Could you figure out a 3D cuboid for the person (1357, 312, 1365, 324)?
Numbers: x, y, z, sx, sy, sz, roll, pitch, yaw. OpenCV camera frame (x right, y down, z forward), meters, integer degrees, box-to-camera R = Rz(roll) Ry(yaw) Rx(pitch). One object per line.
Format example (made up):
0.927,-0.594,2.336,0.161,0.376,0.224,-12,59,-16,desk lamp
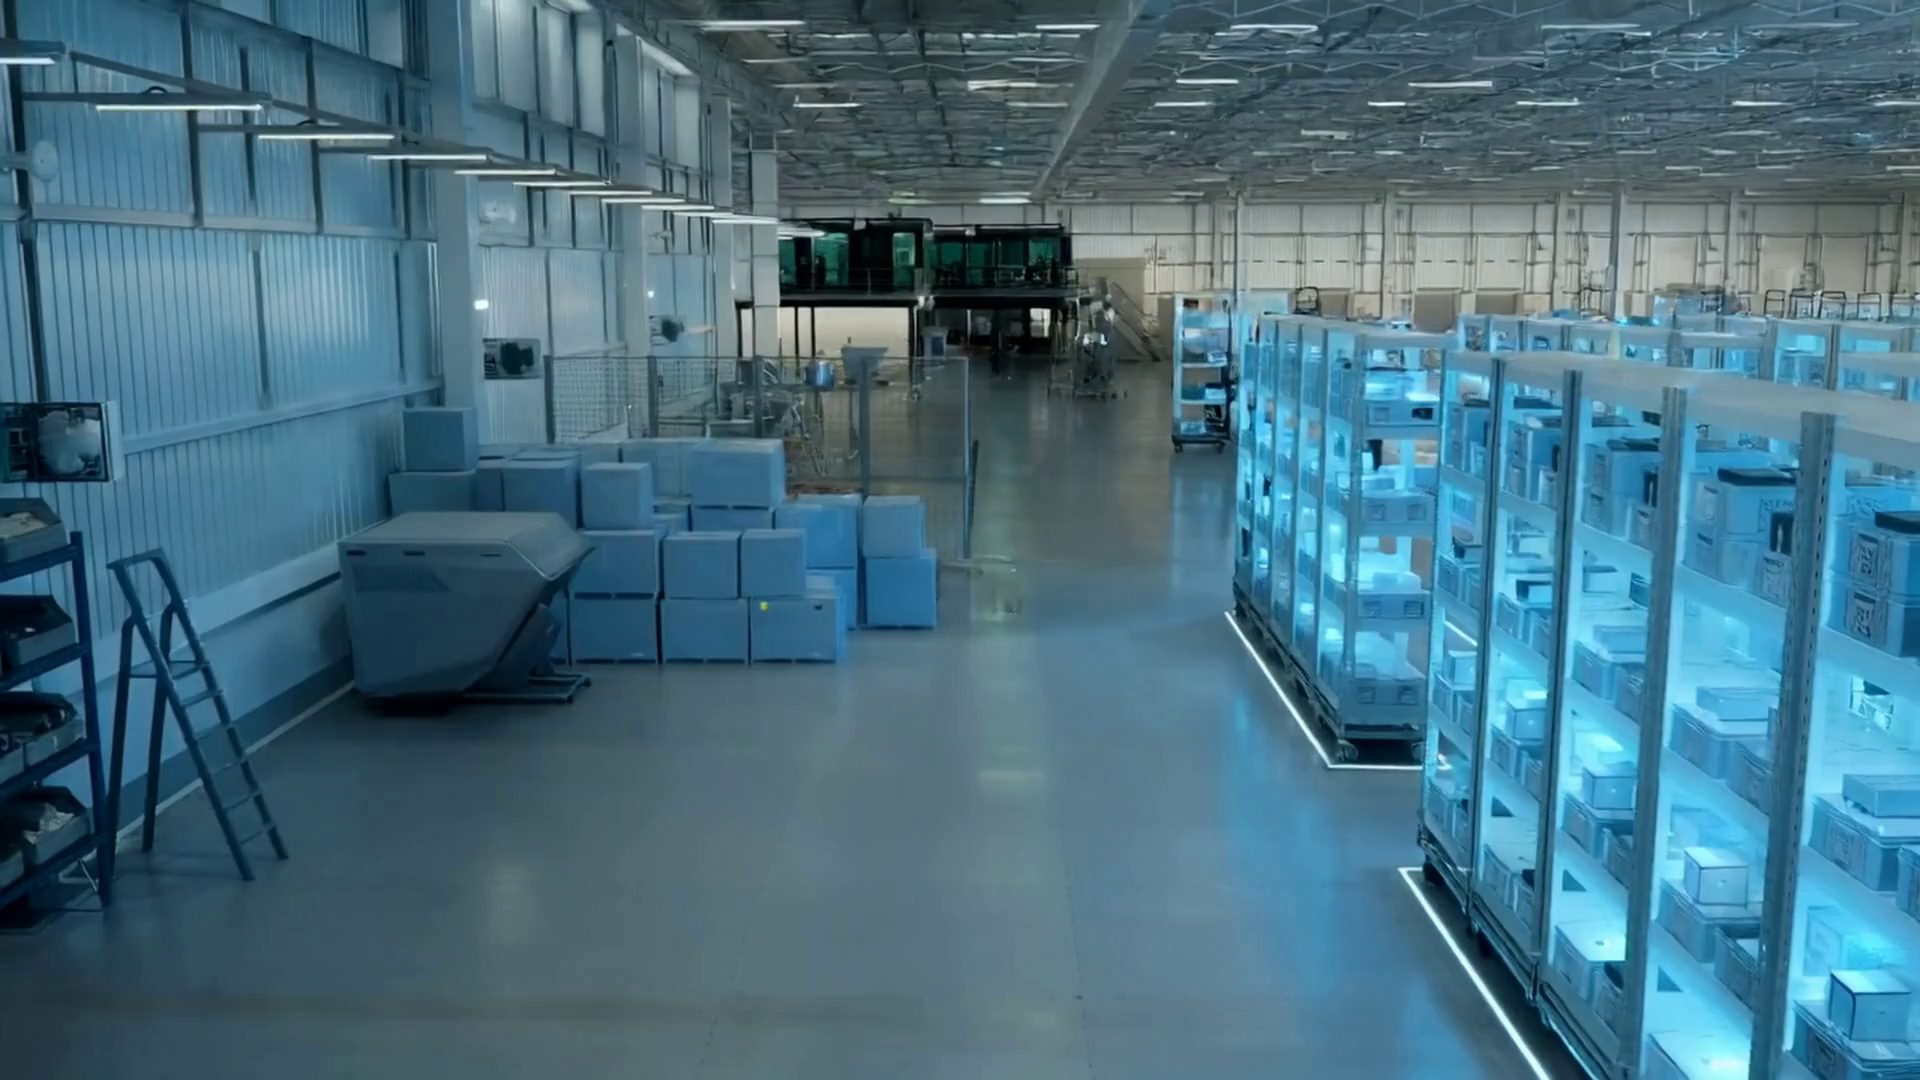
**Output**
22.246,-11.738,92.180,0.430,1.841,0.624,8,12,40,person

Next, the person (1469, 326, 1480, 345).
25.208,-10.012,81.466,0.410,1.868,0.600,-2,9,-14,person

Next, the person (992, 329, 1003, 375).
1.476,-7.371,65.272,0.510,1.825,0.556,-6,11,-32,person

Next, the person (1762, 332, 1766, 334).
30.969,-7.242,64.119,0.424,1.950,0.618,-4,10,-21,person

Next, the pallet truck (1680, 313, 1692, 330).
36.315,-10.531,84.244,0.823,1.965,1.885,-6,11,-33,pallet truck

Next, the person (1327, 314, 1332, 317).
19.490,-11.011,87.704,0.429,1.837,0.621,4,10,22,person

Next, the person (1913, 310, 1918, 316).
52.645,-11.720,91.782,0.365,1.932,0.543,-3,10,-20,person

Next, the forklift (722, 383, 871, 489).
-2.893,-1.687,28.729,2.680,1.987,1.157,0,9,-1,forklift

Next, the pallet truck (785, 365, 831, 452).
-3.774,-2.976,37.635,1.885,1.965,0.823,1,9,5,pallet truck

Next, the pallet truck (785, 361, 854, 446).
-3.410,-3.193,38.978,1.885,1.965,0.823,0,9,-1,pallet truck

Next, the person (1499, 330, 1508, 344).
20.558,-7.069,63.188,0.686,1.905,0.589,1,9,8,person

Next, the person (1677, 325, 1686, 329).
34.586,-9.707,79.481,0.990,1.886,0.629,1,9,5,person

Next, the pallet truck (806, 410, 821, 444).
-3.559,-2.018,33.905,1.522,1.261,0.704,0,9,-1,pallet truck

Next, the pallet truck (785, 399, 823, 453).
-3.814,-2.432,36.419,1.630,1.274,0.653,0,9,1,pallet truck

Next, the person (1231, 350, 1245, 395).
7.854,-4.352,46.434,0.639,1.892,0.694,7,11,36,person

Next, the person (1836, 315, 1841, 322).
43.388,-10.167,82.343,0.566,1.887,0.681,8,12,39,person

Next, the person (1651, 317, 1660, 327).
33.548,-9.845,80.402,0.517,1.873,0.328,7,11,36,person

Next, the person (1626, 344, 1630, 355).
25.646,-7.218,64.239,0.499,1.849,0.530,1,9,6,person

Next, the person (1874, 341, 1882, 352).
34.283,-6.791,61.965,0.840,1.726,0.557,2,9,9,person

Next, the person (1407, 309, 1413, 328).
25.590,-12.173,94.620,0.395,1.920,0.584,5,11,29,person

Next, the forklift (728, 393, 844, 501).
-2.979,-1.316,26.476,2.680,1.987,1.157,0,9,1,forklift

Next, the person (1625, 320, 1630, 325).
29.661,-8.835,74.062,0.632,1.900,0.554,-2,9,-10,person

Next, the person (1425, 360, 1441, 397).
10.972,-3.160,38.647,0.605,2.038,0.394,0,9,2,person

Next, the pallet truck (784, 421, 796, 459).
-4.013,-1.793,32.705,1.601,1.201,0.680,0,9,1,pallet truck
